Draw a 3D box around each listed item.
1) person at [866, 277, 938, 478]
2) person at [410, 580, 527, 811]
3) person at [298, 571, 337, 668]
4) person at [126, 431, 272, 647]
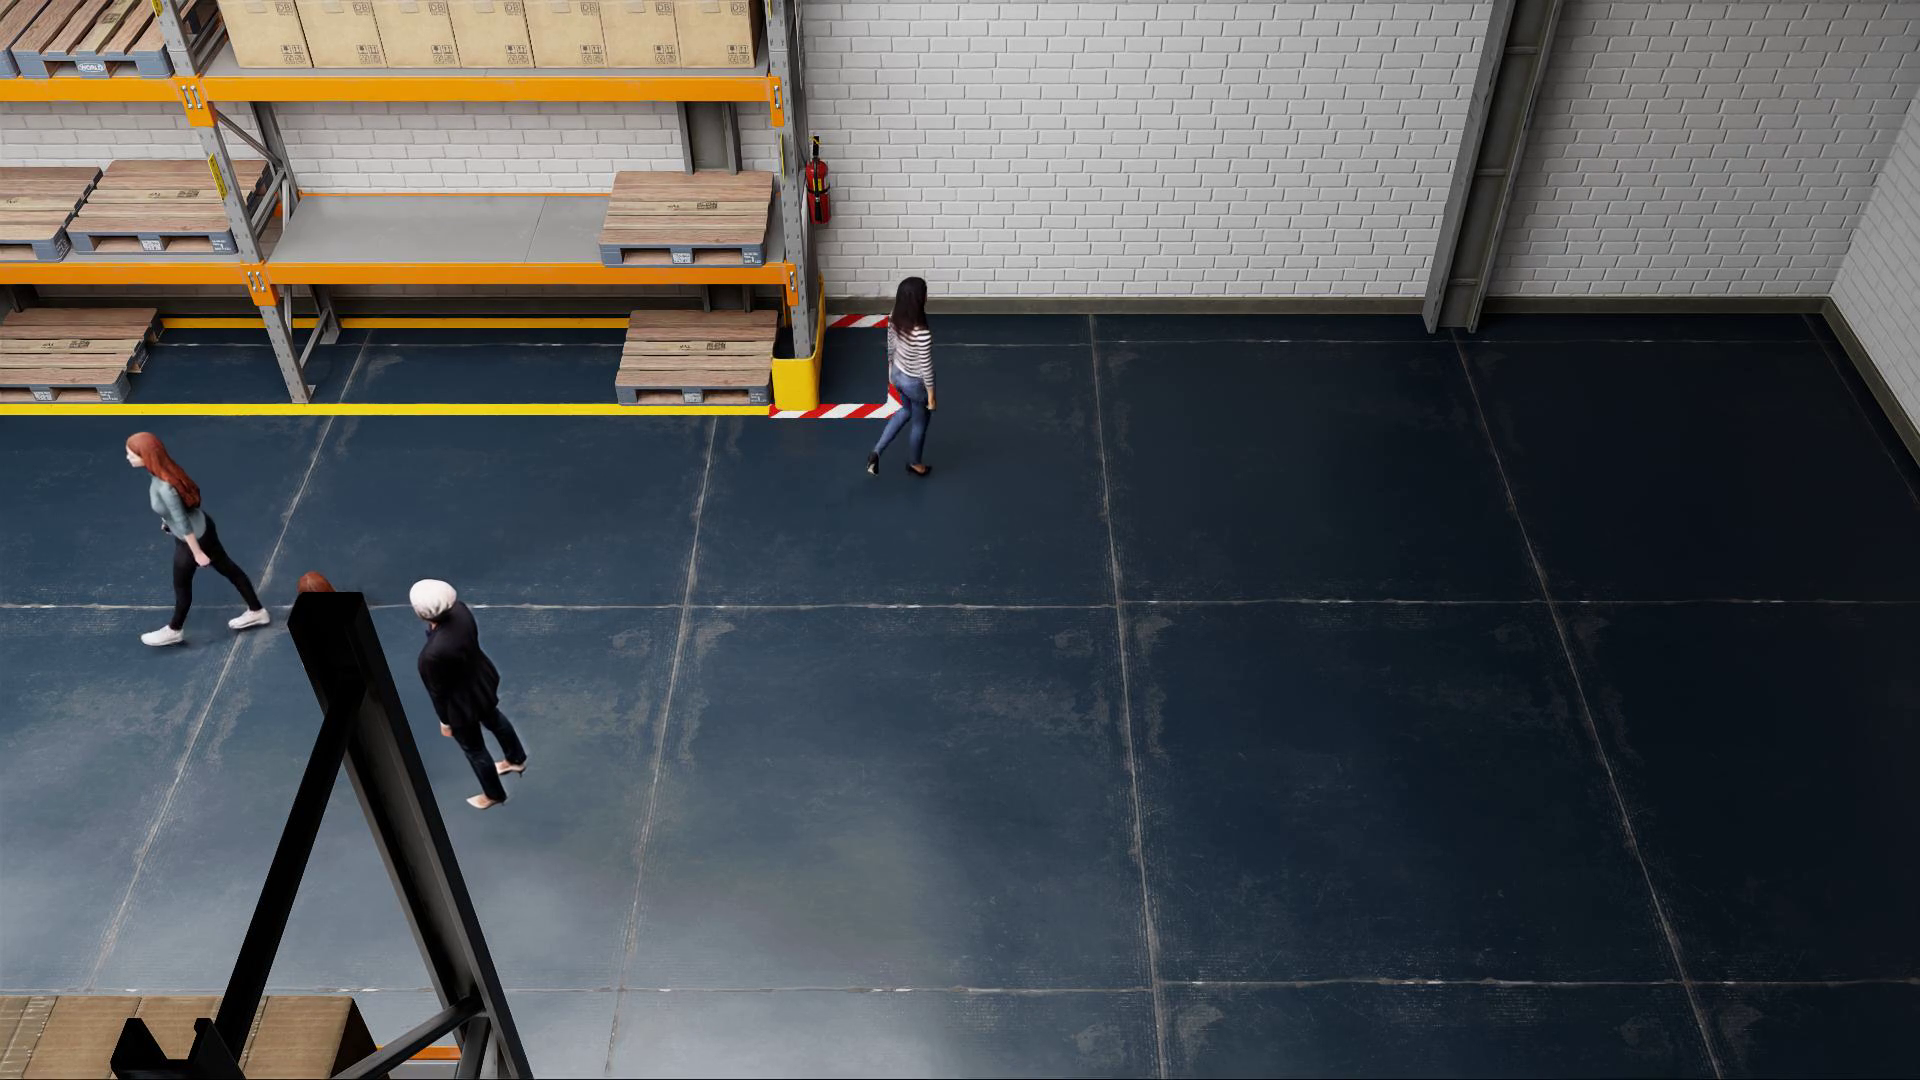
[{"bbox_3d":[-0.418,-1.060,11.823,0.923,1.778,0.838,-28,50,-26],"label":"person"},{"bbox_3d":[-2.683,0.809,9.085,0.649,1.778,0.756,7,44,8],"label":"person"},{"bbox_3d":[-3.609,0.840,9.863,0.545,1.729,0.688,-12,45,-13],"label":"person"},{"bbox_3d":[-4.888,-0.033,10.792,1.102,1.713,0.838,-14,45,-14],"label":"person"}]
